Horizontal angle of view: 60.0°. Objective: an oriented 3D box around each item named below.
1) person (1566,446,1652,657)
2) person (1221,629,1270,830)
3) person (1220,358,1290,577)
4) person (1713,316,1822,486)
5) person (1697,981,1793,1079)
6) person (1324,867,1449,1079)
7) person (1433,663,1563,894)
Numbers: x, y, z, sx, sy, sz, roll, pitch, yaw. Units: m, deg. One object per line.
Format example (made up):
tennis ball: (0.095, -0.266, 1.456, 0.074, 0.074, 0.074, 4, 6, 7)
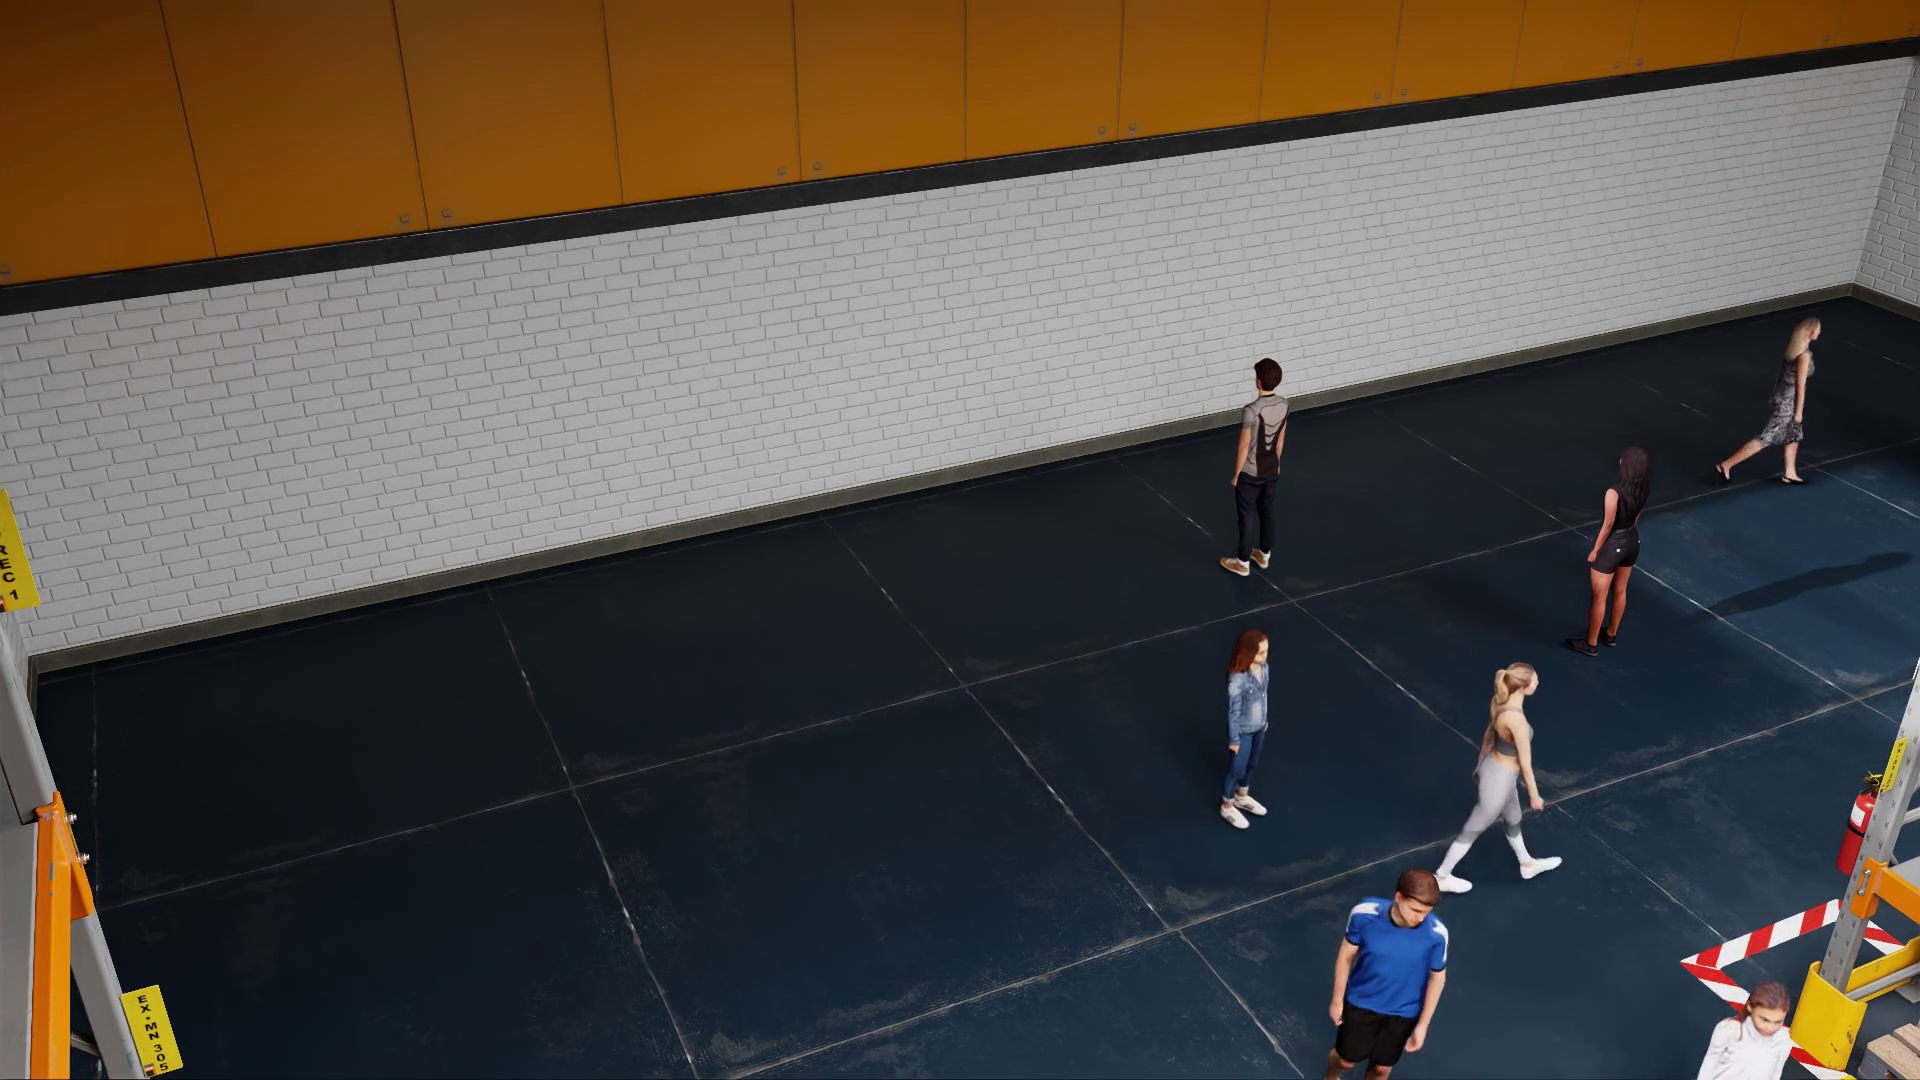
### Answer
person: (5.012, 0.073, 12.720, 0.616, 1.741, 0.557, -17, 33, -29)
person: (1.866, 1.211, 10.911, 0.654, 1.476, 0.651, 20, 35, 33)
person: (2.482, -0.603, 13.800, 0.657, 1.894, 0.601, -17, 33, -29)
person: (7.426, -1.223, 15.173, 1.052, 1.667, 1.140, 4, 29, 7)
person: (3.765, 2.692, 8.149, 0.950, 1.520, 1.016, 10, 30, 18)
person: (2.185, 2.323, 8.510, 0.856, 1.823, 0.906, 10, 30, 17)
person: (3.198, 1.506, 10.173, 0.945, 1.663, 1.082, 1, 29, 1)
